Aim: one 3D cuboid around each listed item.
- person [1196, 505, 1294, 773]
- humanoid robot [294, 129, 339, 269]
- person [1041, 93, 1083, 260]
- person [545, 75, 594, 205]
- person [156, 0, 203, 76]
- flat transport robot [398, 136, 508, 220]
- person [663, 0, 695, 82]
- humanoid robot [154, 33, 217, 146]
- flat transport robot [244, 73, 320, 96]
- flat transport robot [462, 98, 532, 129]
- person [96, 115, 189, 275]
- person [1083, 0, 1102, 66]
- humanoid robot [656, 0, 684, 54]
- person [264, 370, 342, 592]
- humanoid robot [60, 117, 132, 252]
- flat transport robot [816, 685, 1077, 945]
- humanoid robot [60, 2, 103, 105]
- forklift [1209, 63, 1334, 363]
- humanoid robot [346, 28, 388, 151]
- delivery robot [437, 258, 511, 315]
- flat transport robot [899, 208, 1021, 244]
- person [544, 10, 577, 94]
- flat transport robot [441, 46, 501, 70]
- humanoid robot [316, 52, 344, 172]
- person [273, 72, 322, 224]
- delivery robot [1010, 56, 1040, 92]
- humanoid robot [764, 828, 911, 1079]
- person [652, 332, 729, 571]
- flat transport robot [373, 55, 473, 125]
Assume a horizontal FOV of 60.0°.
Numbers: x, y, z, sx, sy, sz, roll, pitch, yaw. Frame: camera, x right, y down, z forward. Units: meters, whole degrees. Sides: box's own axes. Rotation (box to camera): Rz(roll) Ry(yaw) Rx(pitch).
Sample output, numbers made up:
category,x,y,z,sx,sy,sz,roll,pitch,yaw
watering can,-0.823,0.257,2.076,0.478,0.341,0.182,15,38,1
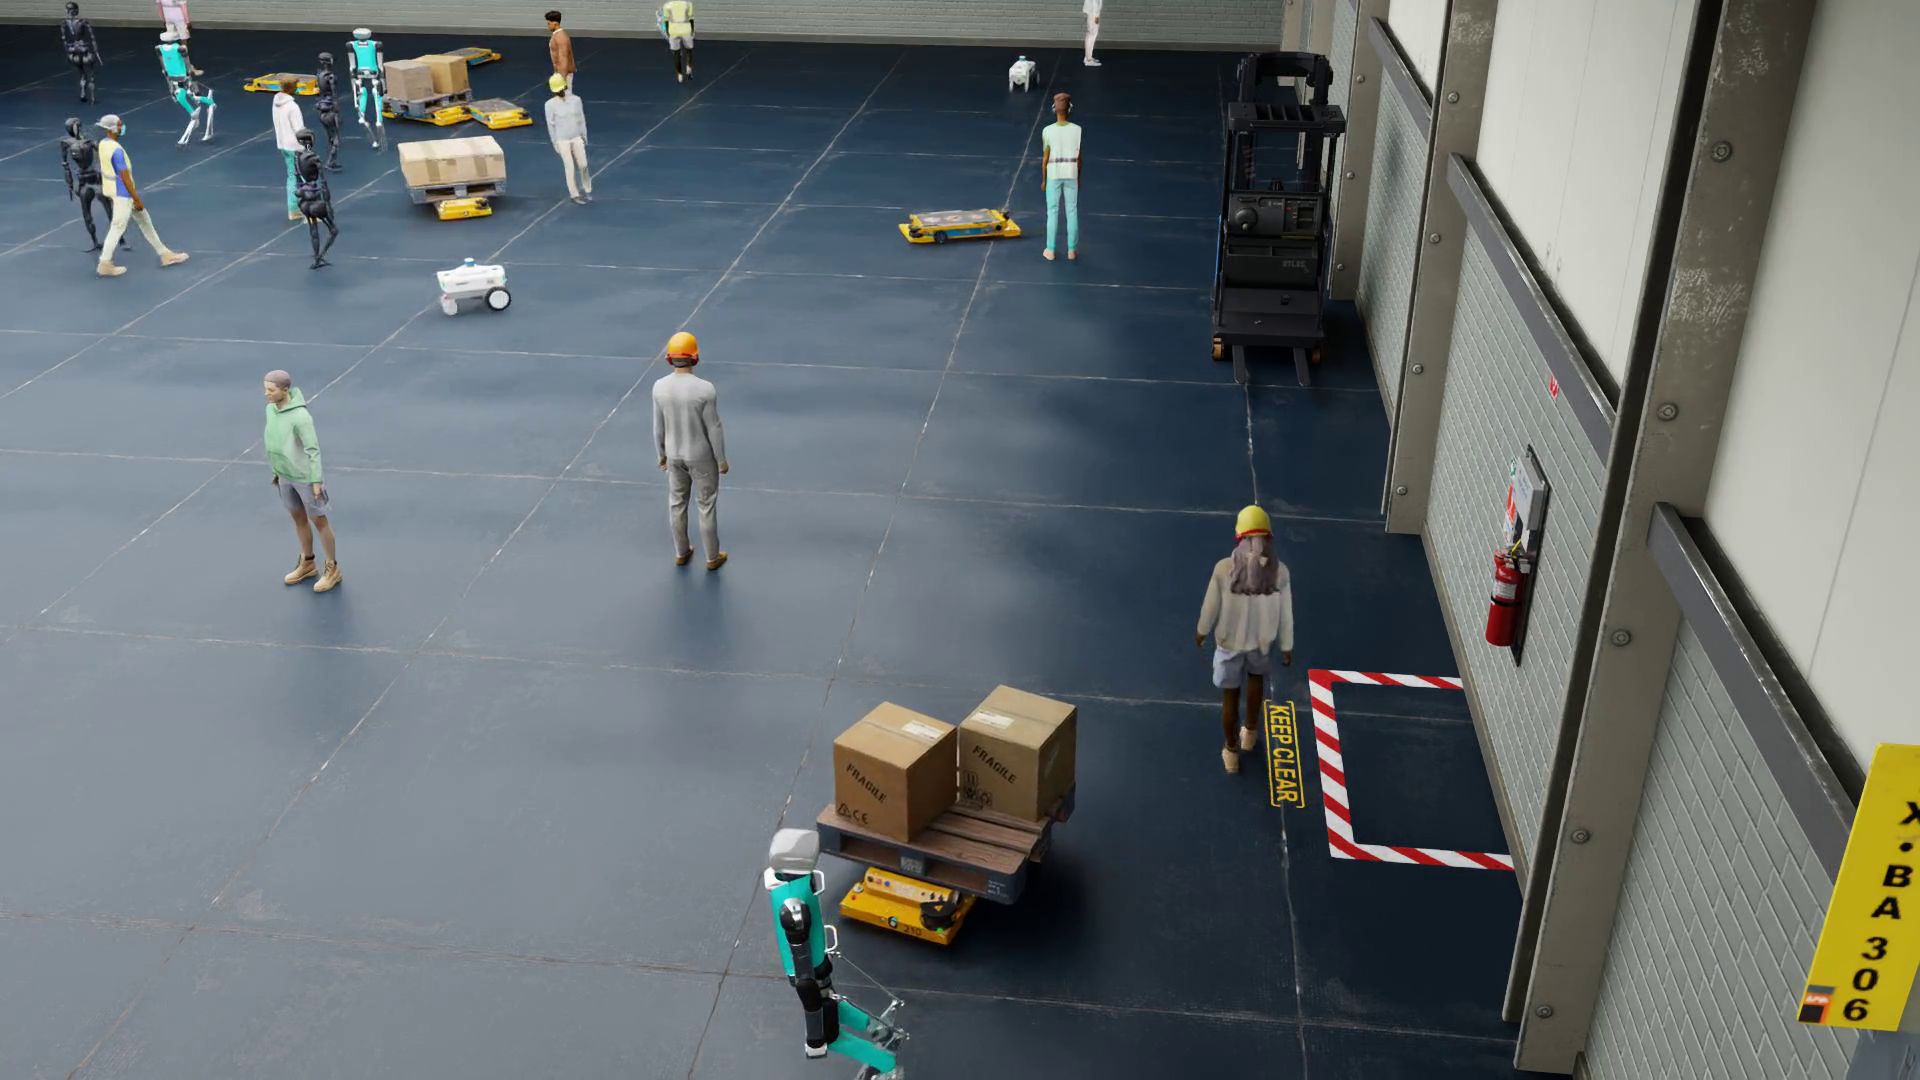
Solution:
category,x,y,z,sx,sy,sz,roll,pitch,yaw
person,1.760,0.583,10.327,0.571,1.736,0.608,1,27,2
humanoid robot,-7.625,-4.023,19.601,0.591,1.650,0.343,19,32,32
person,1.214,-4.330,19.877,0.482,1.979,0.403,-1,27,-3
person,-5.199,-5.331,22.156,0.562,1.727,0.355,-17,31,-30
person,-14.079,-9.387,29.904,0.613,2.038,0.393,9,28,17
flat transport robot,-6.737,-4.581,22.283,0.659,0.231,1.431,-11,29,-21
person,-4.973,-9.000,29.511,0.550,1.684,0.376,-5,27,-9
humanoid robot,-11.583,-6.782,25.035,0.540,1.736,0.977,7,28,14
flat transport robot,-11.676,-7.949,29.008,1.431,0.231,0.659,8,28,15
flat transport robot,-7.536,-6.912,26.937,0.659,0.231,1.431,-18,32,-32
person,-9.773,-4.040,19.450,1.025,1.841,0.544,-17,31,-30
person,2.468,-9.775,30.868,0.380,1.870,0.498,-1,27,-2
humanoid robot,-5.548,-10.181,31.680,0.738,1.673,0.531,-4,27,-8
person,-4.920,-0.451,12.394,0.473,1.743,0.336,14,30,26
humanoid robot,-10.537,-4.318,20.184,0.613,1.642,0.373,2,27,4
flat transport robot,-0.081,1.766,9.613,0.659,0.231,1.431,11,29,21
humanoid robot,-14.688,-8.142,27.821,0.609,1.642,0.369,1,27,1
forklift,3.241,-3.477,17.183,1.129,2.768,1.873,3,27,6
humanoid robot,-8.844,-6.614,24.830,0.534,1.898,0.717,-2,27,-4
delivery robot,-5.393,-2.834,18.462,0.764,0.582,0.499,-11,29,-21
flat transport robot,-0.005,-3.979,21.082,1.431,0.231,0.659,-6,27,-13
person,-6.214,-7.339,26.037,0.418,1.843,0.789,-10,28,-19
flat transport robot,-9.270,-8.978,31.062,0.659,0.231,1.431,9,28,17
humanoid robot,-9.063,-6.111,23.776,0.488,1.645,0.610,-19,32,-32
person,-8.558,-5.041,21.389,0.502,1.896,0.383,20,33,34
delivery robot,1.095,-8.167,29.114,0.499,0.586,0.782,6,27,12
humanoid robot,-0.482,2.009,7.393,0.704,1.708,0.530,-4,27,-8
person,-2.048,-0.667,12.668,0.569,1.889,0.389,7,27,13
flat transport robot,-8.660,-6.970,27.052,1.431,0.231,0.659,15,30,27
